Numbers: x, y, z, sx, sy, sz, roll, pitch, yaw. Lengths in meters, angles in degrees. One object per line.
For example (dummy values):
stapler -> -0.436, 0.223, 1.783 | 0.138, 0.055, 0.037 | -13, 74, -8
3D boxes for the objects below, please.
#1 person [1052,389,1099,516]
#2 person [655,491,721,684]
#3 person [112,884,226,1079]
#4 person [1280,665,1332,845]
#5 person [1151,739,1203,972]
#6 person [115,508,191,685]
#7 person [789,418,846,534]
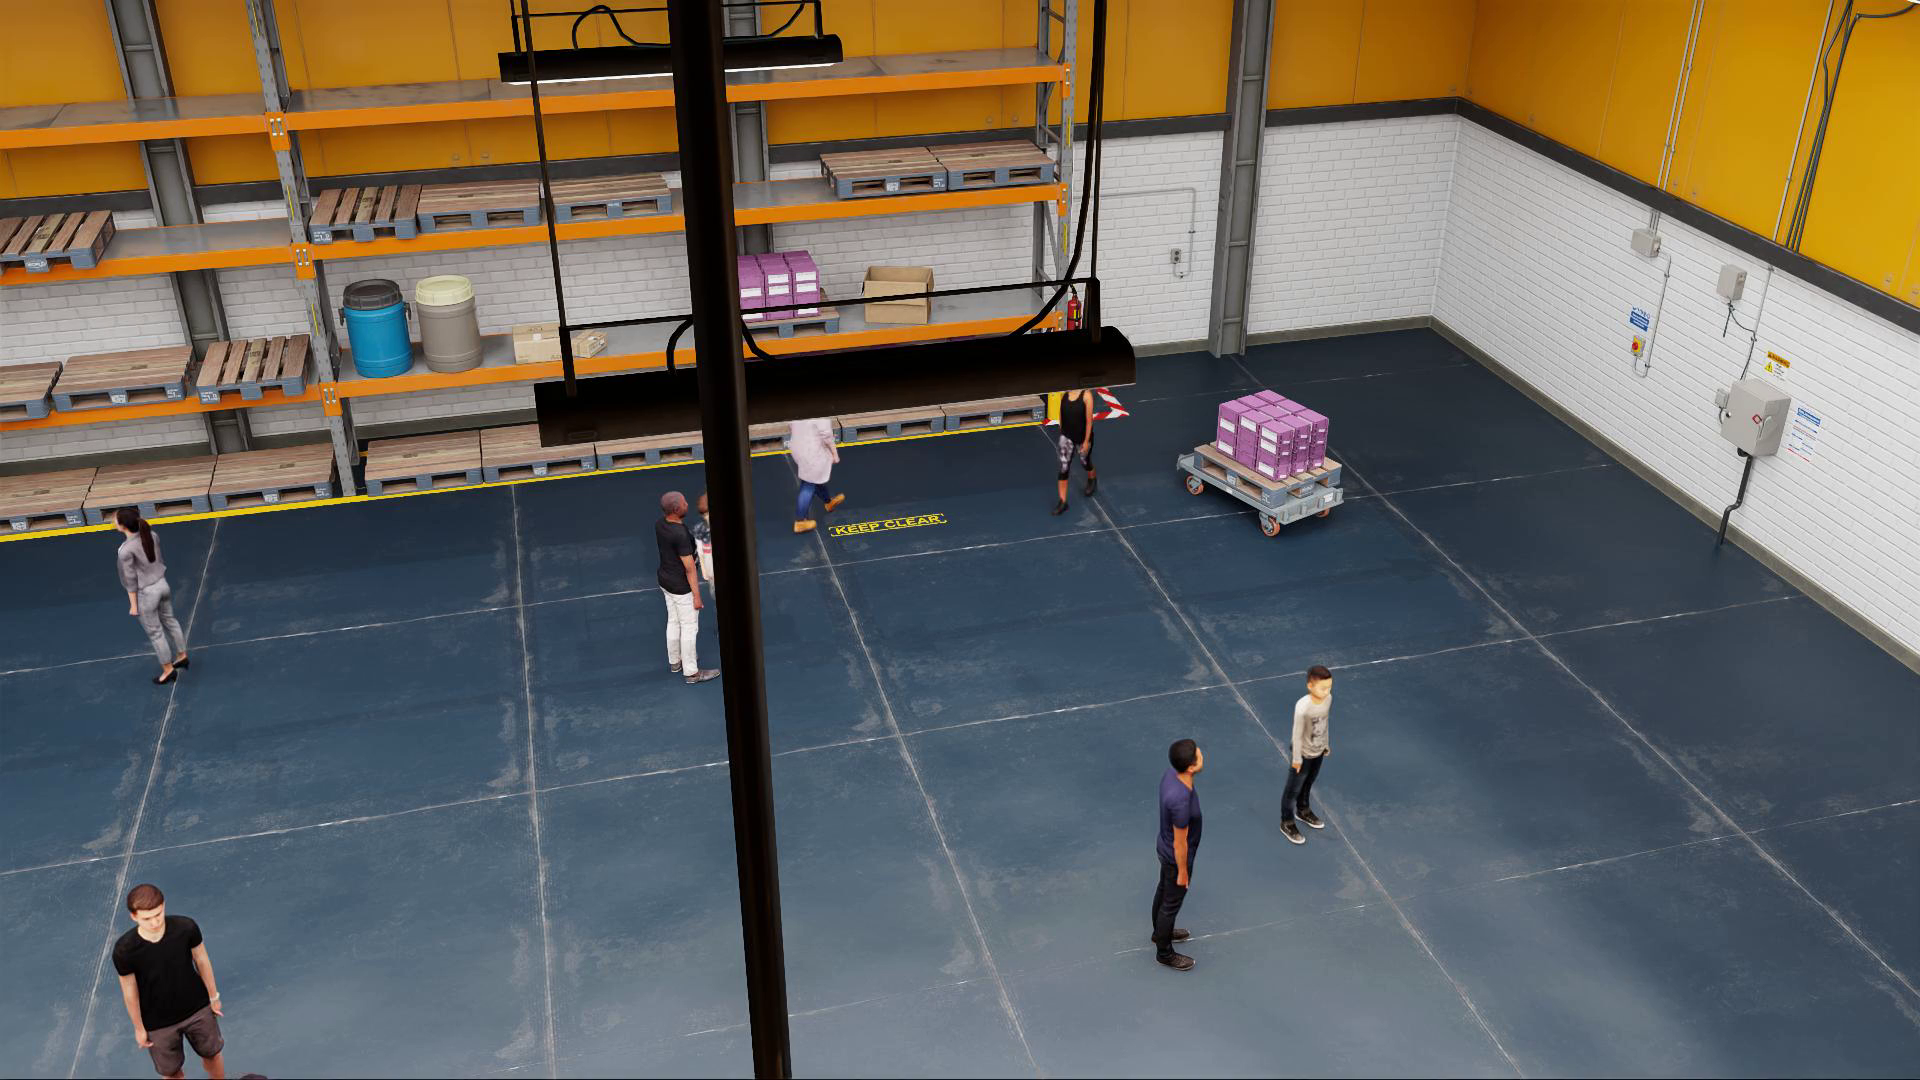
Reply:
person -> 1.260, -1.106, 17.315 | 1.033, 1.631, 1.104 | 16, 32, 27
person -> -2.427, 0.393, 14.385 | 0.739, 1.805, 0.746 | -21, 35, -33
person -> -4.695, 2.786, 9.941 | 0.646, 1.860, 0.784 | -19, 34, -31
person -> 2.622, 1.579, 12.564 | 0.585, 1.465, 0.692 | -24, 37, -36
person -> 1.459, 2.099, 11.266 | 0.621, 1.797, 0.699 | 0, 29, 0
person -> -6.993, 0.476, 14.367 | 0.724, 1.677, 0.714 | 6, 29, 10
person -> -1.575, -0.866, 16.788 | 1.120, 1.714, 0.959 | -23, 36, -36
